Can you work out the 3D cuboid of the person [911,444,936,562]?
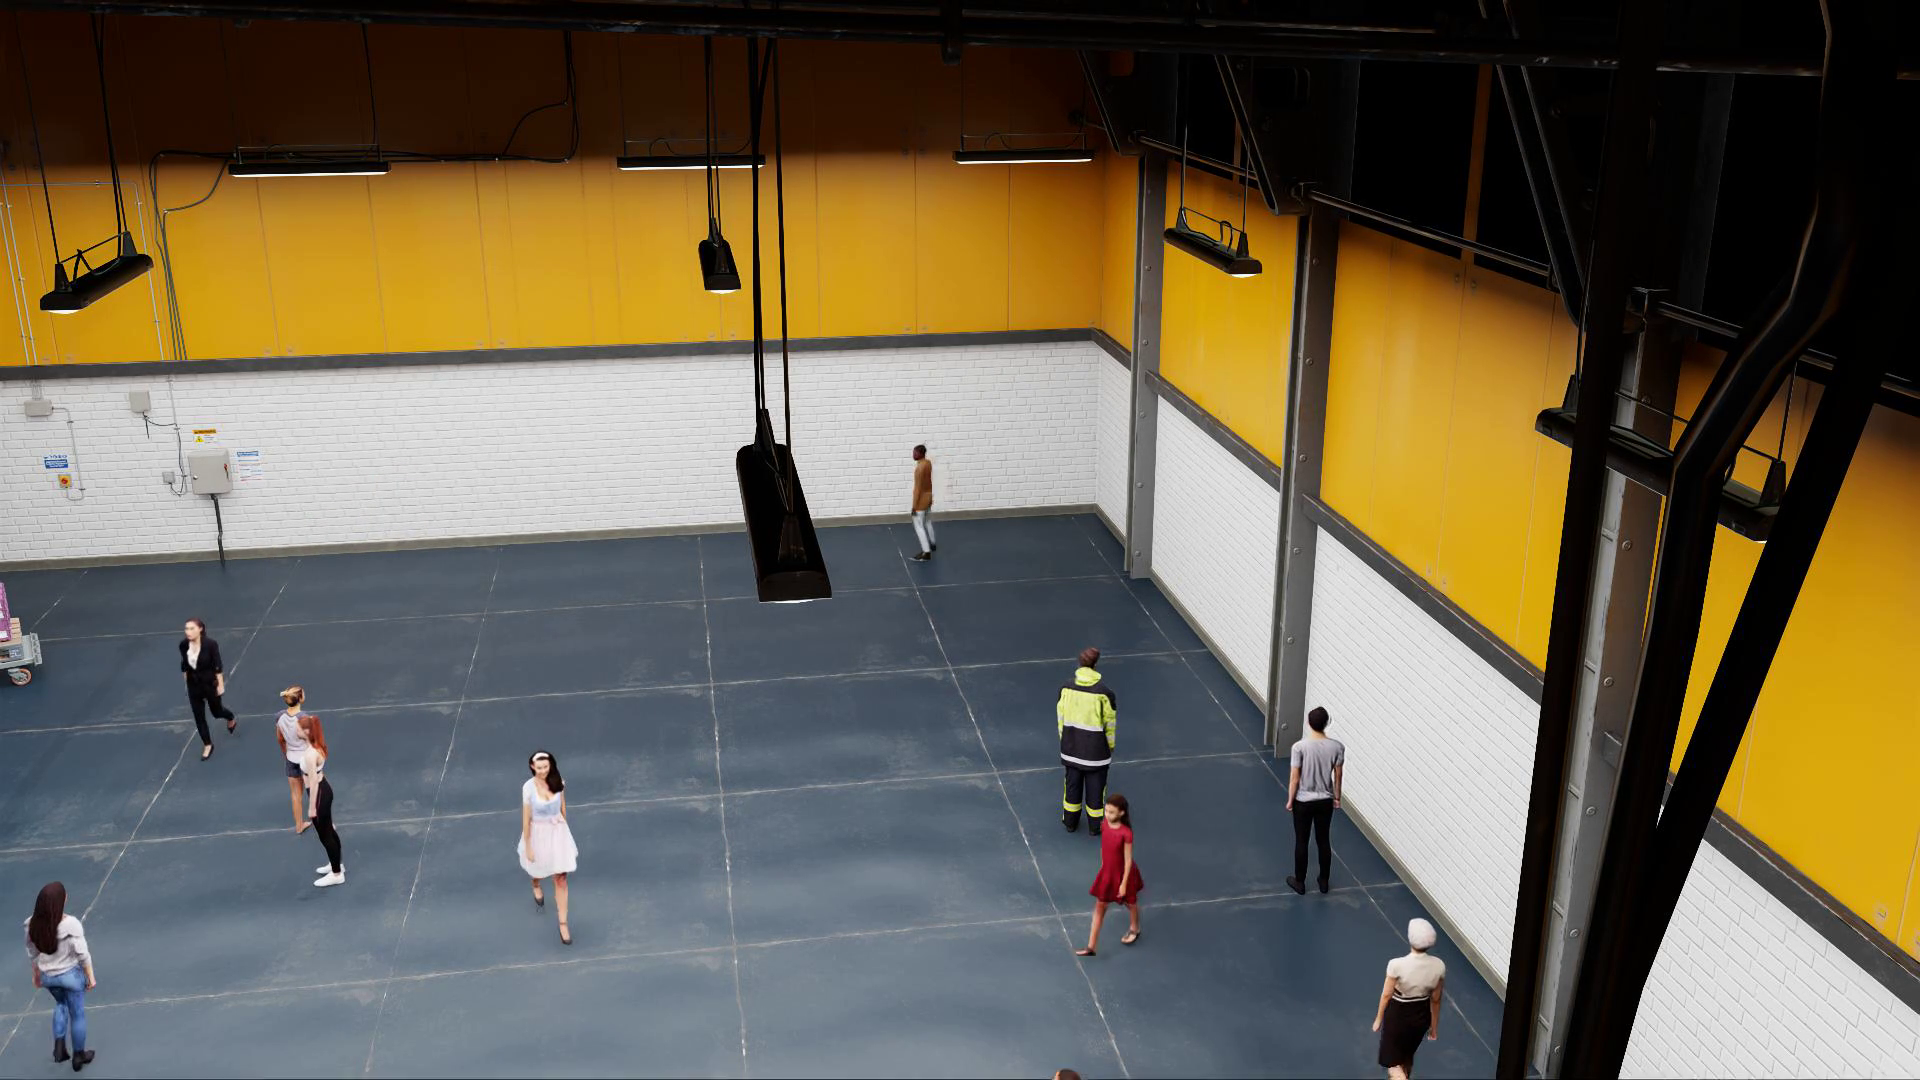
[{"bbox_3d":[-0.524,-0.573,24.810,0.996,1.794,0.741,10,21,26],"label":"person"}]

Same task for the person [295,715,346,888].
[{"bbox_3d":[-6.105,2.468,15.863,0.638,1.741,0.439,-4,19,-11],"label":"person"}]

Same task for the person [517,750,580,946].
[{"bbox_3d":[-3.787,2.714,15.089,0.917,1.769,1.266,-10,21,-28],"label":"person"}]

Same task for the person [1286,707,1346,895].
[{"bbox_3d":[3.339,2.460,15.700,0.680,1.861,0.549,-2,19,-5],"label":"person"}]

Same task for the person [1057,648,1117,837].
[{"bbox_3d":[1.274,2.026,16.805,0.872,1.977,0.876,8,20,23],"label":"person"}]

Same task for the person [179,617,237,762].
[{"bbox_3d":[-8.395,1.610,18.563,0.715,1.645,0.918,1,19,3],"label":"person"}]

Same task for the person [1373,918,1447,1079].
[{"bbox_3d":[3.346,3.660,12.340,0.636,1.730,1.012,-4,19,-11],"label":"person"}]

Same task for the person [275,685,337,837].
[{"bbox_3d":[-6.635,2.219,16.785,0.652,1.624,0.652,5,19,13],"label":"person"}]

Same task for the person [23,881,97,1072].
[{"bbox_3d":[-7.092,3.478,13.059,0.689,1.617,0.689,1,19,3],"label":"person"}]

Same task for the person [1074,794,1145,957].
[{"bbox_3d":[1.452,2.951,14.791,1.026,1.510,1.009,16,25,40],"label":"person"}]
